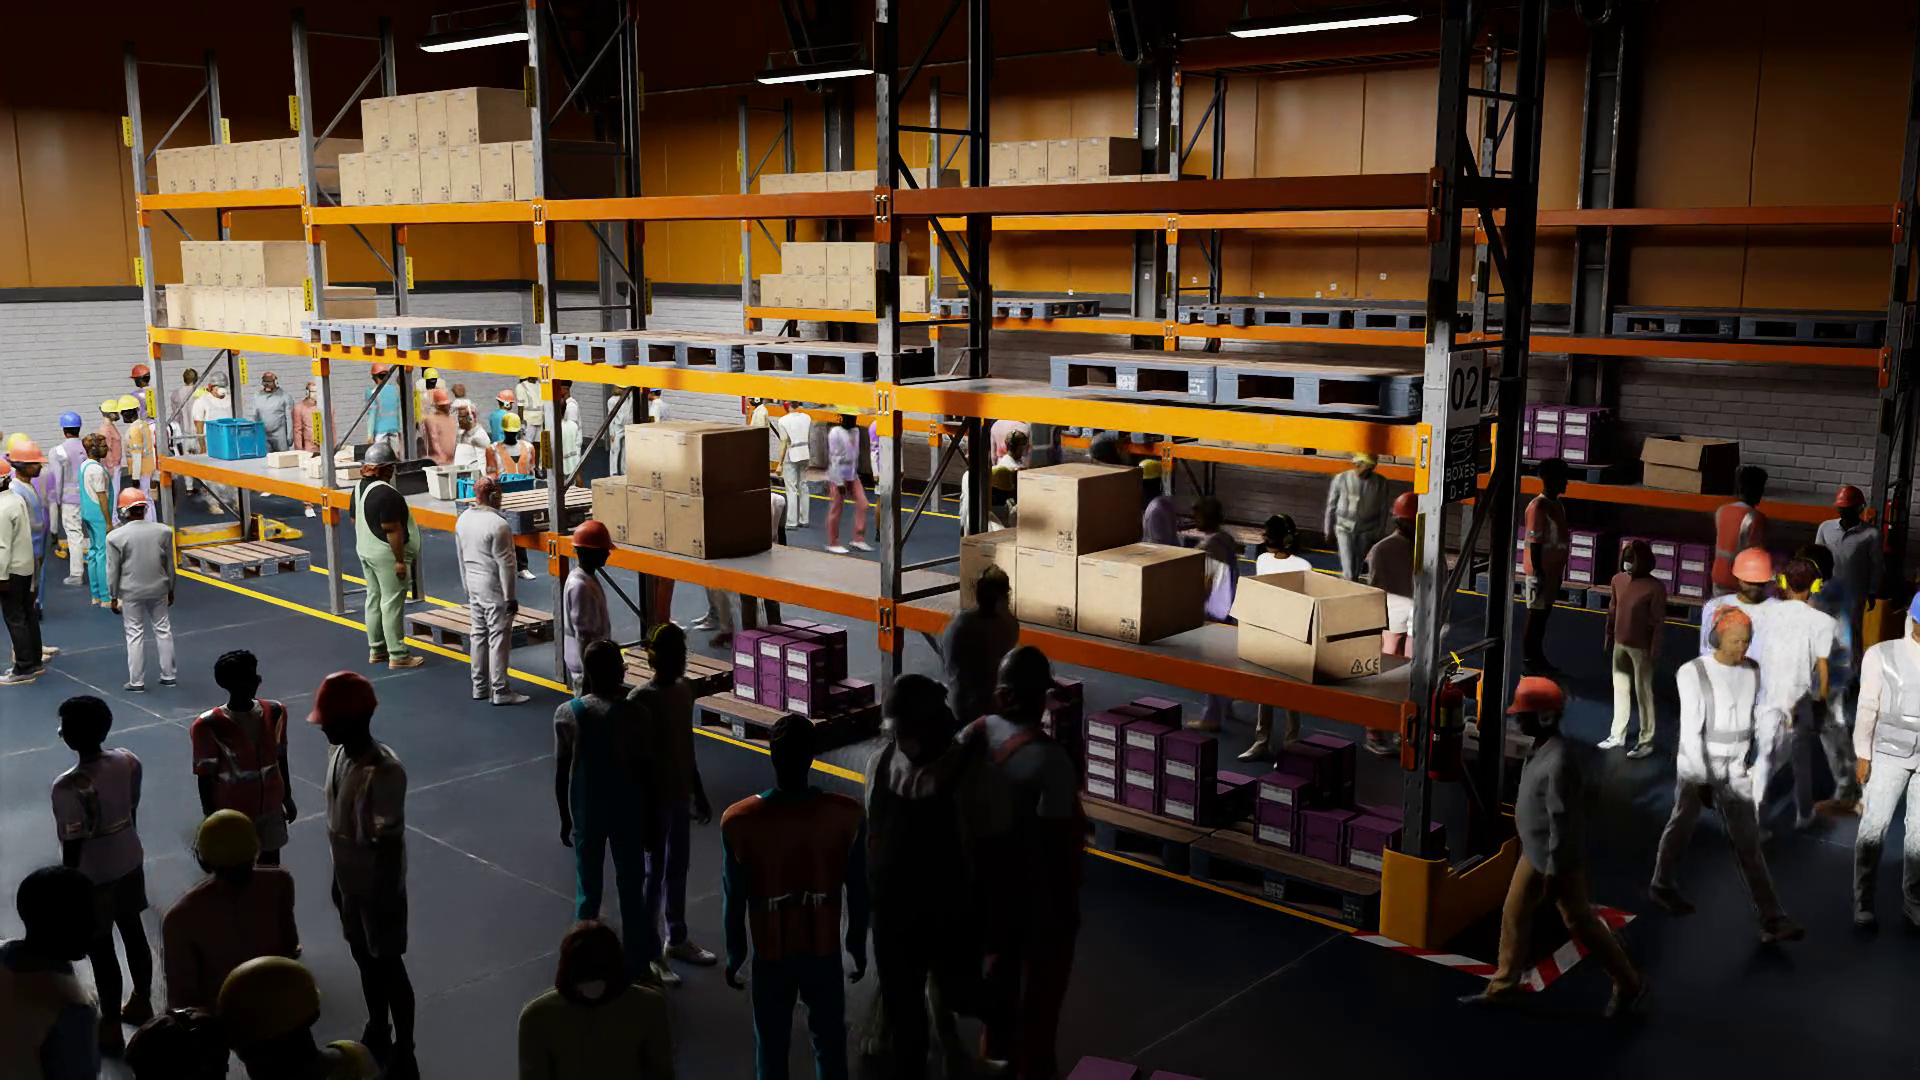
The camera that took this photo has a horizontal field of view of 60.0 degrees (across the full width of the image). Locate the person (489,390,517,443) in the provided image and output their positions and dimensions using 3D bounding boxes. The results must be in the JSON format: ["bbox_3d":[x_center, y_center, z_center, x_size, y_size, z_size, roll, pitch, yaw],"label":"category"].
[{"bbox_3d":[-6.474,-1.273,23.749,0.574,1.737,0.354,10,14,43],"label":"person"}]

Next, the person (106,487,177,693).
[{"bbox_3d":[-6.969,0.419,14.162,0.350,1.744,0.566,9,13,42],"label":"person"}]

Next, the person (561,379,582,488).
[{"bbox_3d":[-5.588,-1.383,23.767,0.374,1.958,0.605,-3,11,-19],"label":"person"}]

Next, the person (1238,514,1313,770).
[{"bbox_3d":[2.306,0.731,12.060,0.330,1.865,0.518,-9,14,-42],"label":"person"}]

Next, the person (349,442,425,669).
[{"bbox_3d":[-5.136,0.126,14.977,0.678,2.000,0.537,9,14,42],"label":"person"}]

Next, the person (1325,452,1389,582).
[{"bbox_3d":[4.053,-0.103,17.028,0.603,1.784,0.876,0,10,-2],"label":"person"}]

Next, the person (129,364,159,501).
[{"bbox_3d":[-12.080,-1.589,24.716,0.418,2.034,0.604,2,10,13],"label":"person"}]

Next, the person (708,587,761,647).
[{"bbox_3d":[-2.130,0.069,15.684,0.604,1.900,0.647,5,11,27],"label":"person"}]

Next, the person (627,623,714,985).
[{"bbox_3d":[-1.491,1.345,8.619,0.338,1.864,0.594,6,12,29],"label":"person"}]

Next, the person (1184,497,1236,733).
[{"bbox_3d":[1.982,0.576,13.103,0.385,1.824,0.769,6,11,29],"label":"person"}]

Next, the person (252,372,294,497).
[{"bbox_3d":[-10.362,-1.590,25.092,0.643,1.900,0.401,1,10,6],"label":"person"}]

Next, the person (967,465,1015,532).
[{"bbox_3d":[0.324,0.289,14.437,0.397,1.911,0.591,10,14,43],"label":"person"}]

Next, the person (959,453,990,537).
[{"bbox_3d":[0.184,-0.163,17.413,0.319,1.755,0.572,-9,13,-40],"label":"person"}]

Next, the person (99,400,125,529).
[{"bbox_3d":[-11.225,-0.986,22.074,0.330,1.760,0.518,-3,11,-18],"label":"person"}]

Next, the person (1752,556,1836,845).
[{"bbox_3d":[5.280,1.002,10.621,0.527,1.833,0.779,8,13,37],"label":"person"}]

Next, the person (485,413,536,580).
[{"bbox_3d":[-5.032,-0.481,18.752,0.589,1.919,0.392,-8,13,-39],"label":"person"}]

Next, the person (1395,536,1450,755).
[{"bbox_3d":[3.450,0.678,12.322,0.338,1.882,0.581,2,10,10],"label":"person"}]

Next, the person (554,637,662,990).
[{"bbox_3d":[-1.761,1.399,8.338,0.513,1.842,0.325,1,10,4],"label":"person"}]

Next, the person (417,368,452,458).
[{"bbox_3d":[-8.048,-1.669,25.445,0.374,1.925,0.595,8,13,37],"label":"person"}]

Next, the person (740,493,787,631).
[{"bbox_3d":[-1.830,0.215,15.025,0.565,1.846,0.390,-5,11,-28],"label":"person"}]

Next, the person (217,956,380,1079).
[{"bbox_3d":[-1.748,2.037,4.553,0.468,1.909,0.666,1,10,4],"label":"person"}]

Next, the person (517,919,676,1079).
[{"bbox_3d":[-1.189,2.017,5.493,0.503,1.618,0.456,-1,10,-5],"label":"person"}]

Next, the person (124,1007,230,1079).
[{"bbox_3d":[-1.992,2.103,4.368,0.627,1.844,0.429,6,12,32],"label":"person"}]

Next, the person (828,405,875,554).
[{"bbox_3d":[-1.355,-0.762,20.375,0.698,1.905,0.593,7,12,35],"label":"person"}]

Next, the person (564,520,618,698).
[{"bbox_3d":[-2.504,0.819,11.361,0.377,1.932,0.552,-2,10,-9],"label":"person"}]

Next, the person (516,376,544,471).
[{"bbox_3d":[-7.258,-2.020,27.994,0.490,1.732,0.324,3,10,15],"label":"person"}]

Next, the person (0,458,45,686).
[{"bbox_3d":[-8.225,0.261,14.381,0.407,1.986,0.617,-3,10,-15],"label":"person"}]

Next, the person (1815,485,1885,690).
[{"bbox_3d":[7.561,0.400,14.241,0.339,1.749,0.573,-8,13,-39],"label":"person"}]

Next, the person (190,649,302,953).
[{"bbox_3d":[-3.737,1.402,8.726,0.317,1.700,0.537,7,12,36],"label":"person"}]

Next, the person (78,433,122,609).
[{"bbox_3d":[-8.981,-0.202,17.387,0.506,1.846,0.345,10,14,43],"label":"person"}]

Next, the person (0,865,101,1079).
[{"bbox_3d":[-2.888,1.933,5.211,0.652,1.885,0.389,7,12,34],"label":"person"}]

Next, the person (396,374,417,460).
[{"bbox_3d":[-9.482,-2.026,28.348,0.526,1.619,0.590,-4,11,-23],"label":"person"}]

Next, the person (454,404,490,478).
[{"bbox_3d":[-5.817,-0.664,19.827,0.401,1.907,0.648,-7,12,-33],"label":"person"}]

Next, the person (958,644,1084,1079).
[{"bbox_3d":[0.329,1.455,7.462,0.537,2.000,0.766,-8,13,-40],"label":"person"}]

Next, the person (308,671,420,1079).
[{"bbox_3d":[-2.667,1.519,7.424,0.546,1.929,0.387,10,14,44],"label":"person"}]

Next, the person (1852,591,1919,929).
[{"bbox_3d":[5.258,1.202,9.186,0.602,1.938,0.400,1,10,7],"label":"person"}]

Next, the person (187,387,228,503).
[{"bbox_3d":[-11.118,-1.381,24.422,0.665,1.710,0.484,-1,10,-7],"label":"person"}]

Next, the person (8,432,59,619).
[{"bbox_3d":[-9.499,-0.146,16.943,0.596,1.898,0.874,-8,13,-36],"label":"person"}]
